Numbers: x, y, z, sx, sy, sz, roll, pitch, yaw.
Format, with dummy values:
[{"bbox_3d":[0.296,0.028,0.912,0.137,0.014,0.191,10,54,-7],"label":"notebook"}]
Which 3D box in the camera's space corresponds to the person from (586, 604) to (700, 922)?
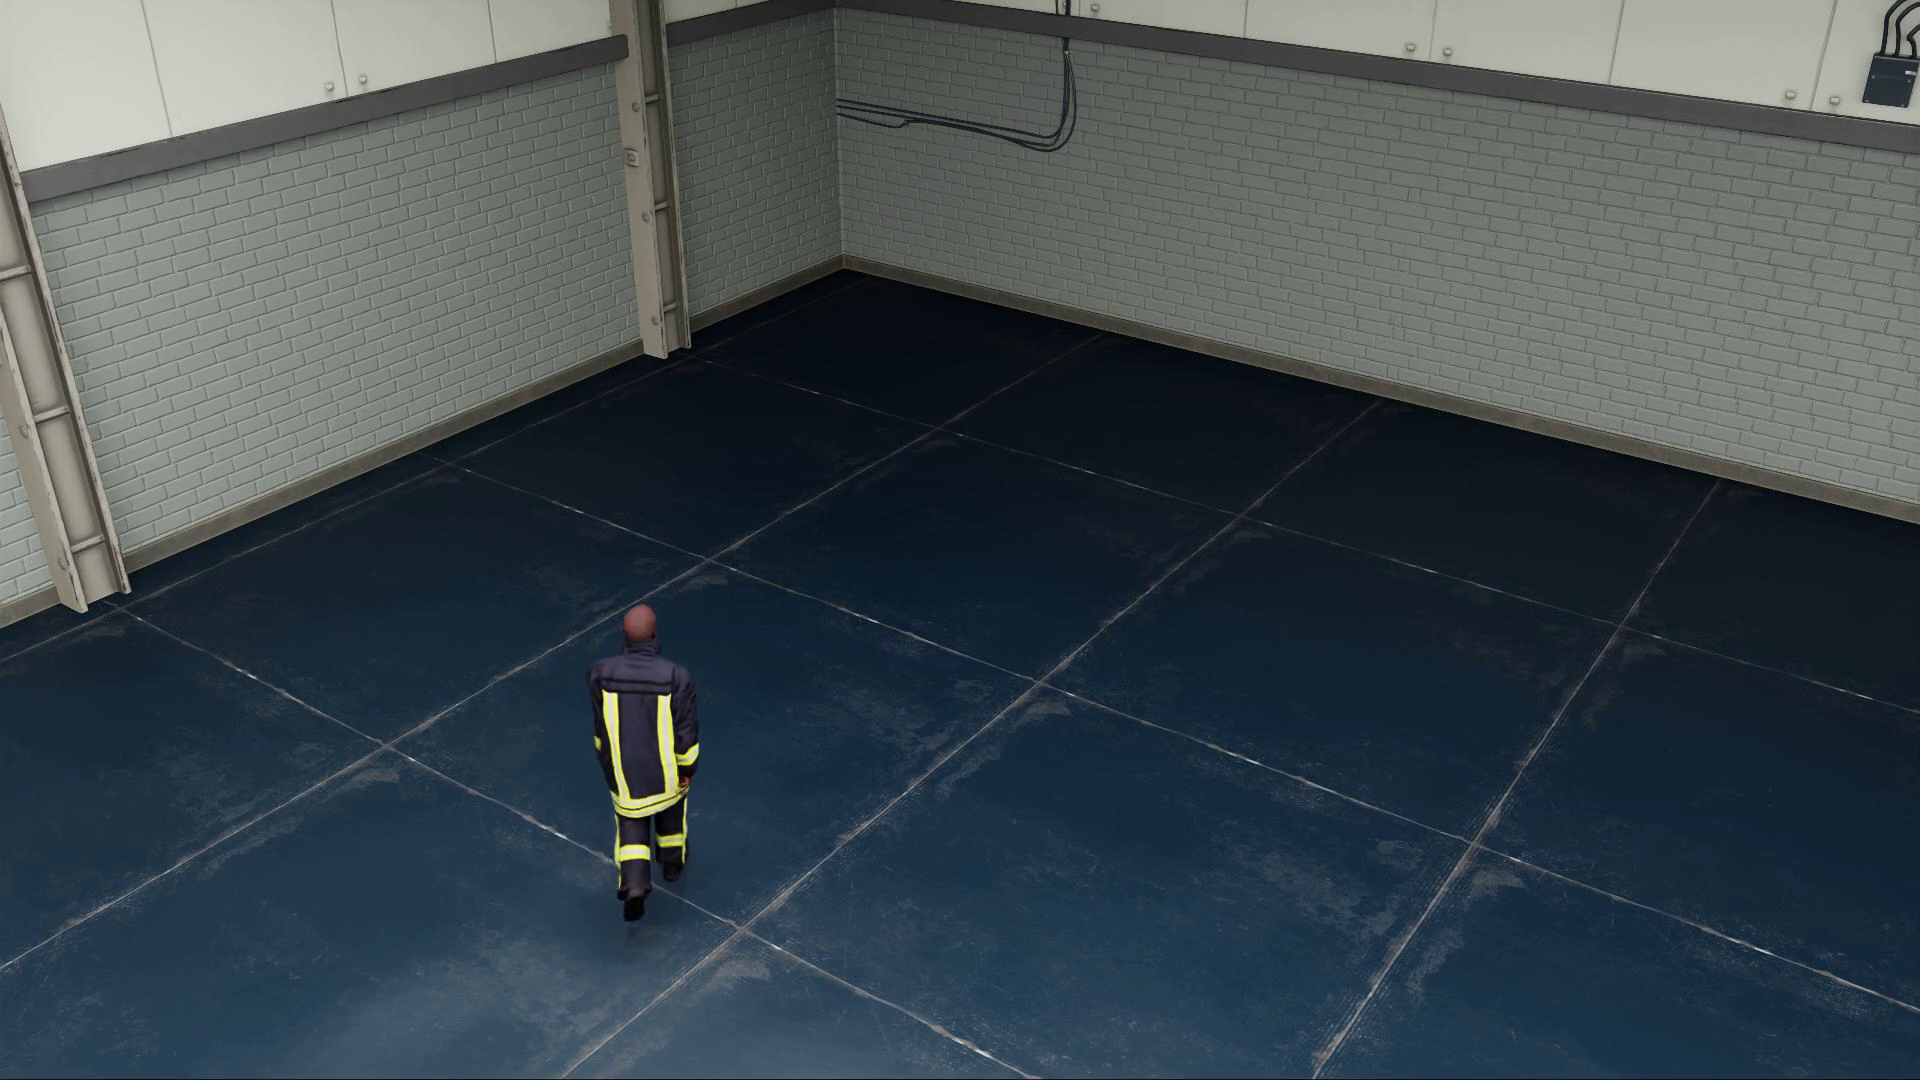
[{"bbox_3d":[-1.685,1.185,8.857,1.108,1.802,1.220,-1,28,-1],"label":"person"}]
